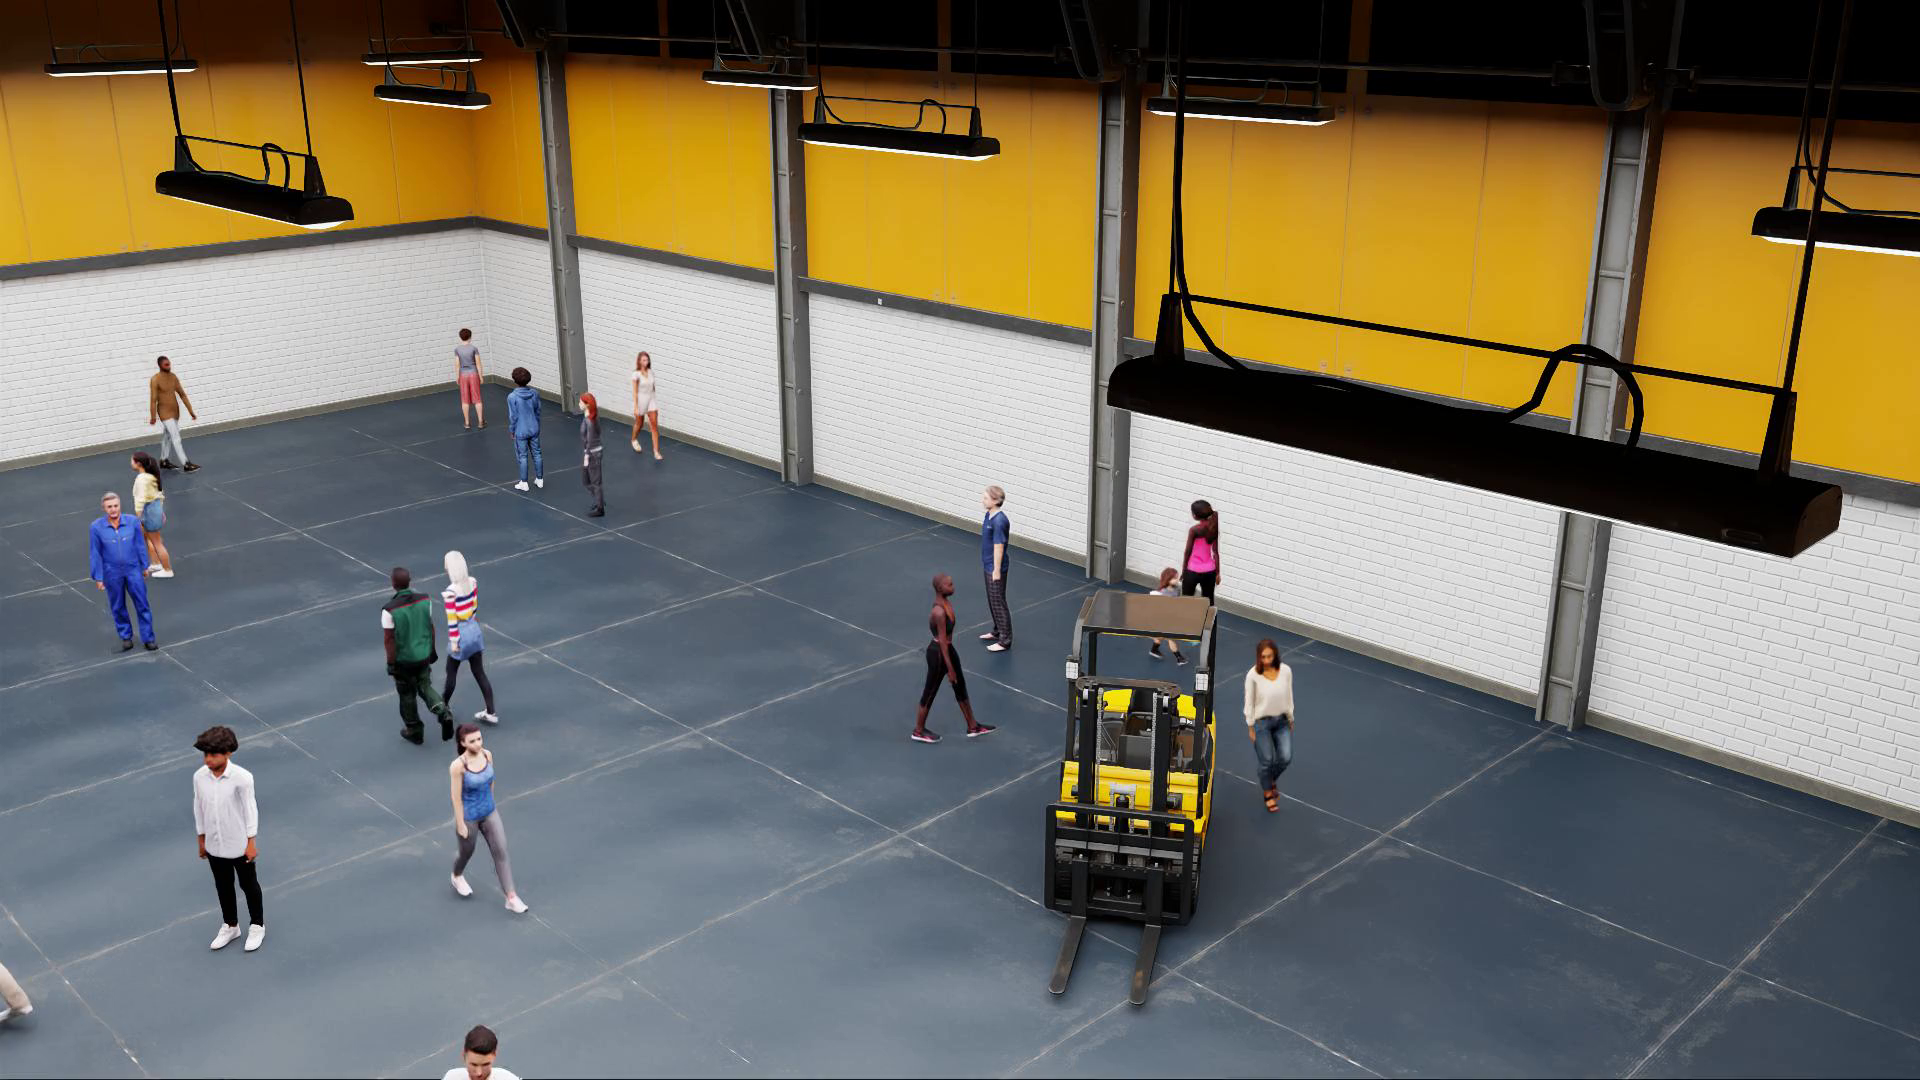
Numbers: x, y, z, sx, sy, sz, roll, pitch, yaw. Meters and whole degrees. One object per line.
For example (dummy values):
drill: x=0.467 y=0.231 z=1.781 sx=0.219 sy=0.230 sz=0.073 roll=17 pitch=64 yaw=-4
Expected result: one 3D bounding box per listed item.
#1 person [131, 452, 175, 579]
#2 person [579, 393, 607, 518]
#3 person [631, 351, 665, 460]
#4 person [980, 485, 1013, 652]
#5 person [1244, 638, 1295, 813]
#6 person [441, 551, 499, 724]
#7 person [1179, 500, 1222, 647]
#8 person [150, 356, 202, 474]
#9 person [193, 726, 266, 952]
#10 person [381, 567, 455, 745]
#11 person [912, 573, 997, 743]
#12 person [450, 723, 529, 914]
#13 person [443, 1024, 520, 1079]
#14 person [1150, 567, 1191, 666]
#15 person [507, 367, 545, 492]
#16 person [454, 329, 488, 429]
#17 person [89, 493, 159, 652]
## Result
person: x=-9.932 y=-0.304 z=20.592 sx=0.837 sy=1.618 sz=0.760 roll=-3 pitch=19 yaw=-9
person: x=-4.979 y=-1.166 z=22.914 sx=0.774 sy=1.771 sz=0.675 roll=-4 pitch=19 yaw=-10
person: x=-4.940 y=-2.105 z=25.883 sx=0.670 sy=1.655 sz=1.181 roll=-14 pitch=23 yaw=-35
person: x=0.401 y=0.290 z=18.438 sx=0.796 sy=1.868 sz=0.678 roll=-4 pitch=19 yaw=-12
person: x=2.729 y=1.612 z=14.837 sx=0.757 sy=1.660 sz=0.793 roll=-4 pitch=19 yaw=-13
person: x=-4.836 y=0.996 z=16.500 sx=1.168 sy=1.766 sz=0.936 roll=7 pitch=20 yaw=21
person: x=2.655 y=0.390 z=18.382 sx=0.739 sy=1.714 sz=0.767 roll=-4 pitch=19 yaw=-12
person: x=-11.994 y=-1.884 z=25.046 sx=1.159 sy=1.769 sz=0.959 roll=5 pitch=19 yaw=15
person: x=-5.573 y=2.259 z=12.680 sx=0.715 sy=1.810 sz=0.790 roll=2 pitch=19 yaw=5
person: x=-5.203 y=1.159 z=15.930 sx=0.996 sy=1.820 sz=0.742 roll=14 pitch=23 yaw=36
person: x=-0.277 y=1.154 z=16.092 sx=1.137 sy=1.728 sz=0.979 roll=3 pitch=19 yaw=10
person: x=-3.898 y=2.198 z=13.242 sx=1.082 sy=1.566 sz=0.594 roll=16 pitch=24 yaw=39
person: x=-2.589 y=3.404 z=9.219 sx=0.807 sy=1.850 sz=0.868 roll=2 pitch=19 yaw=7
person: x=2.224 y=0.814 z=18.121 sx=0.769 sy=1.076 sz=0.500 roll=17 pitch=25 yaw=40
person: x=-6.325 y=-1.630 z=24.226 sx=0.685 sy=1.811 sz=0.579 roll=-15 pitch=24 yaw=-38
person: x=-8.150 y=-2.685 z=27.611 sx=0.675 sy=1.650 sz=0.706 roll=-3 pitch=19 yaw=-8
person: x=-9.287 y=0.330 z=18.398 sx=0.860 sy=1.816 sz=0.941 roll=-12 pitch=22 yaw=-31
